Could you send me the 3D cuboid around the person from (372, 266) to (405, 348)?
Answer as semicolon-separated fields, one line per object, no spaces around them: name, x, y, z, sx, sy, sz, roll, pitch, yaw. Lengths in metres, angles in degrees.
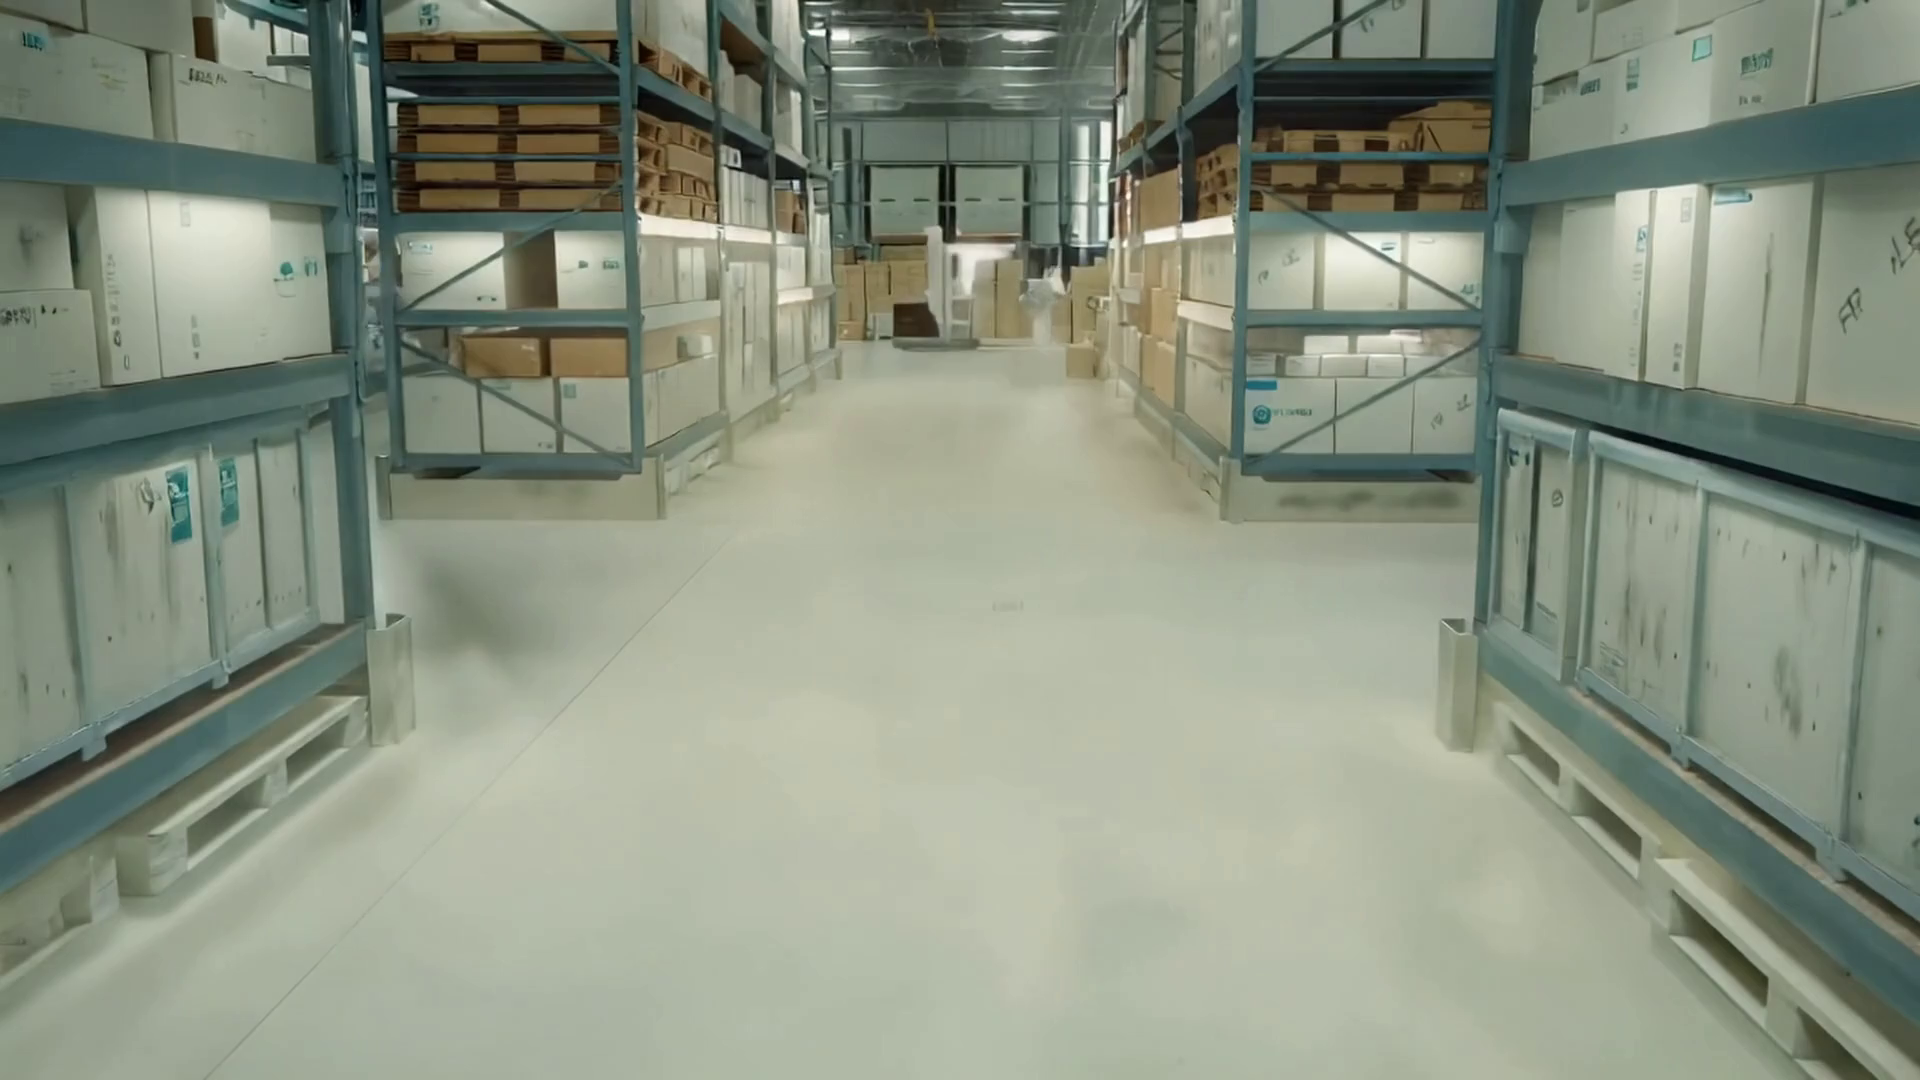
person;-10.911;-4.188;31.431;0.961;1.938;0.674;-4;10;-23

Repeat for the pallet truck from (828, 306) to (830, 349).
pallet truck;-3.100;-3.940;29.800;1.885;1.965;0.823;3;10;19

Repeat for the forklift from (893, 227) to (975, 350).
forklift;-0.586;-5.798;38.292;1.873;2.768;1.129;0;9;1

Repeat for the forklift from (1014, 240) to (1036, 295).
forklift;2.253;-9.426;60.022;1.873;2.768;1.129;-3;10;-16

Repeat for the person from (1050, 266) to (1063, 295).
person;3.048;-7.996;54.397;0.958;1.890;0.644;-2;10;-10
